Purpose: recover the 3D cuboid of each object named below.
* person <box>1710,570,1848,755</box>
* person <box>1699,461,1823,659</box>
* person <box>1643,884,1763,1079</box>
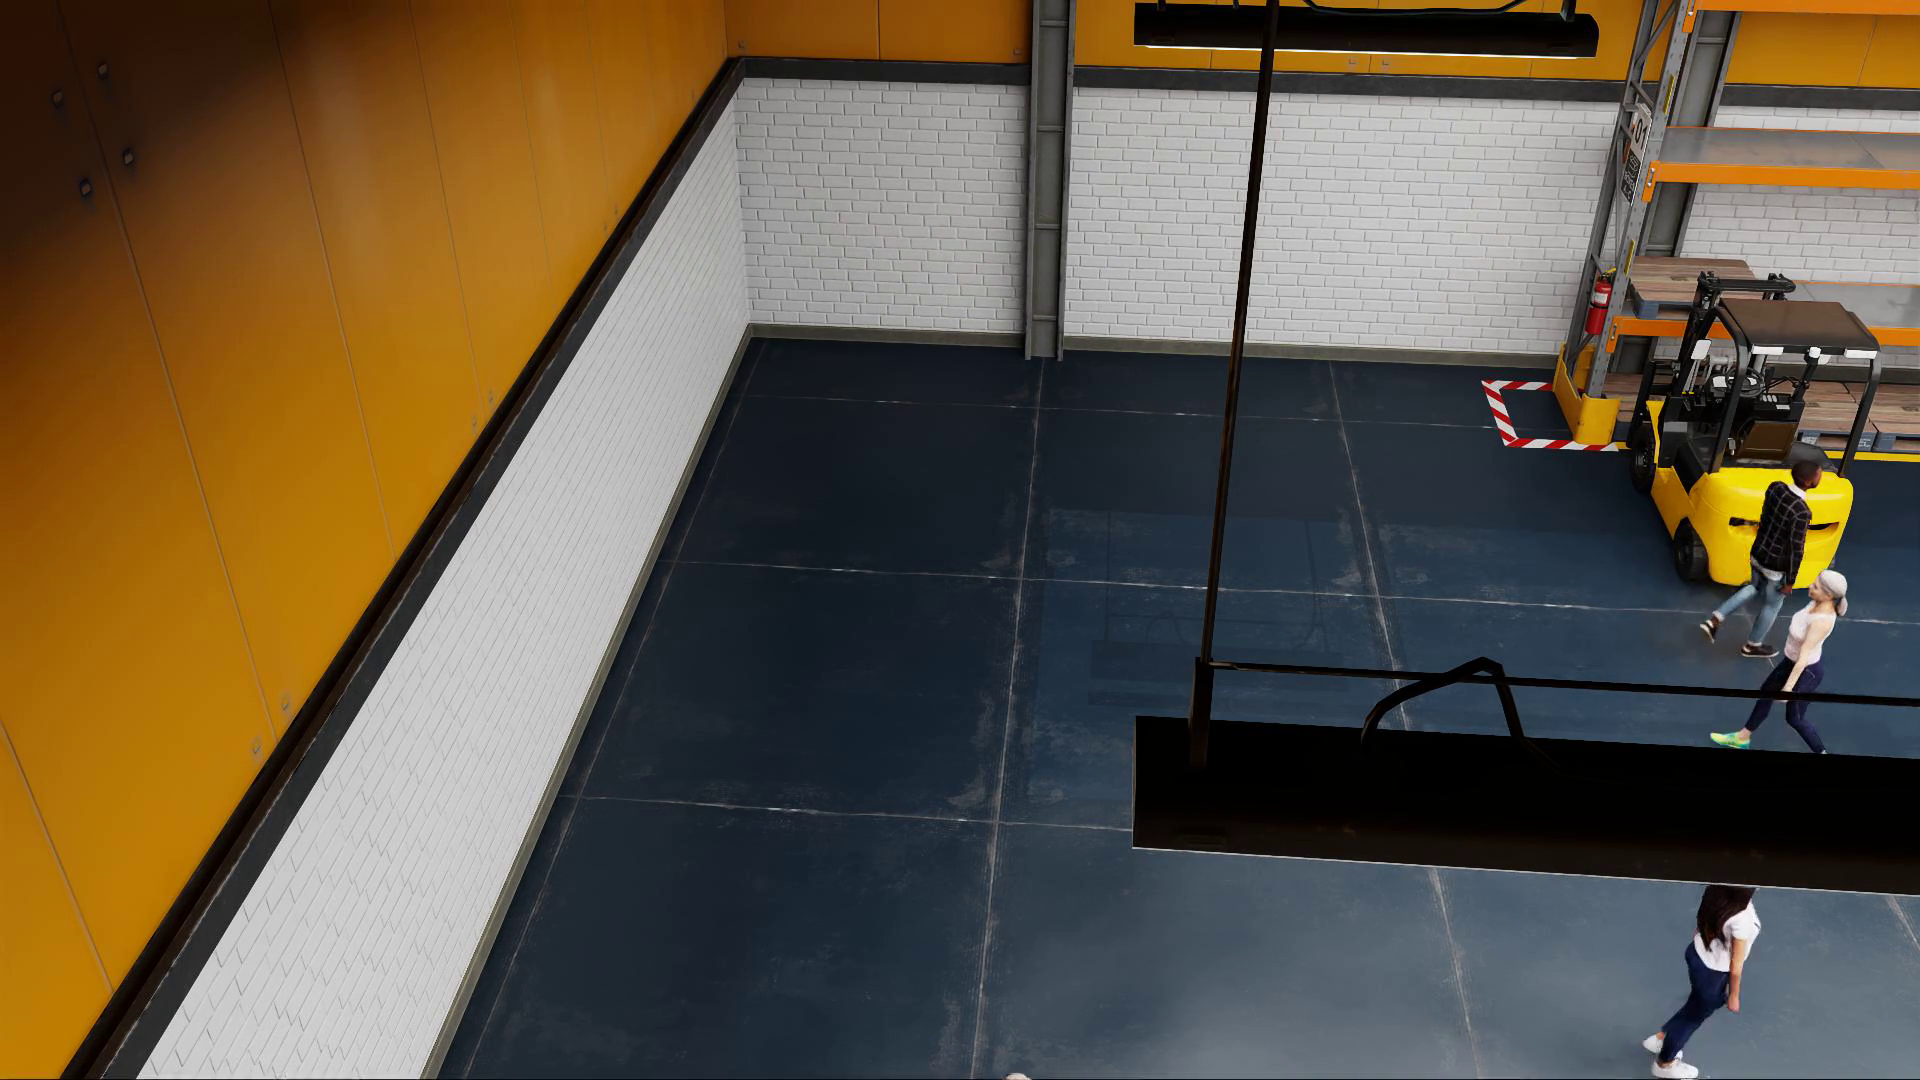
[{"bbox_3d":[5.993,0.968,11.705,1.162,1.672,0.883,15,36,21],"label":"person"},{"bbox_3d":[6.172,0.162,12.794,0.990,1.809,0.825,-6,34,-9],"label":"person"},{"bbox_3d":[4.154,2.423,9.428,0.634,1.769,0.633,8,34,11],"label":"person"}]
